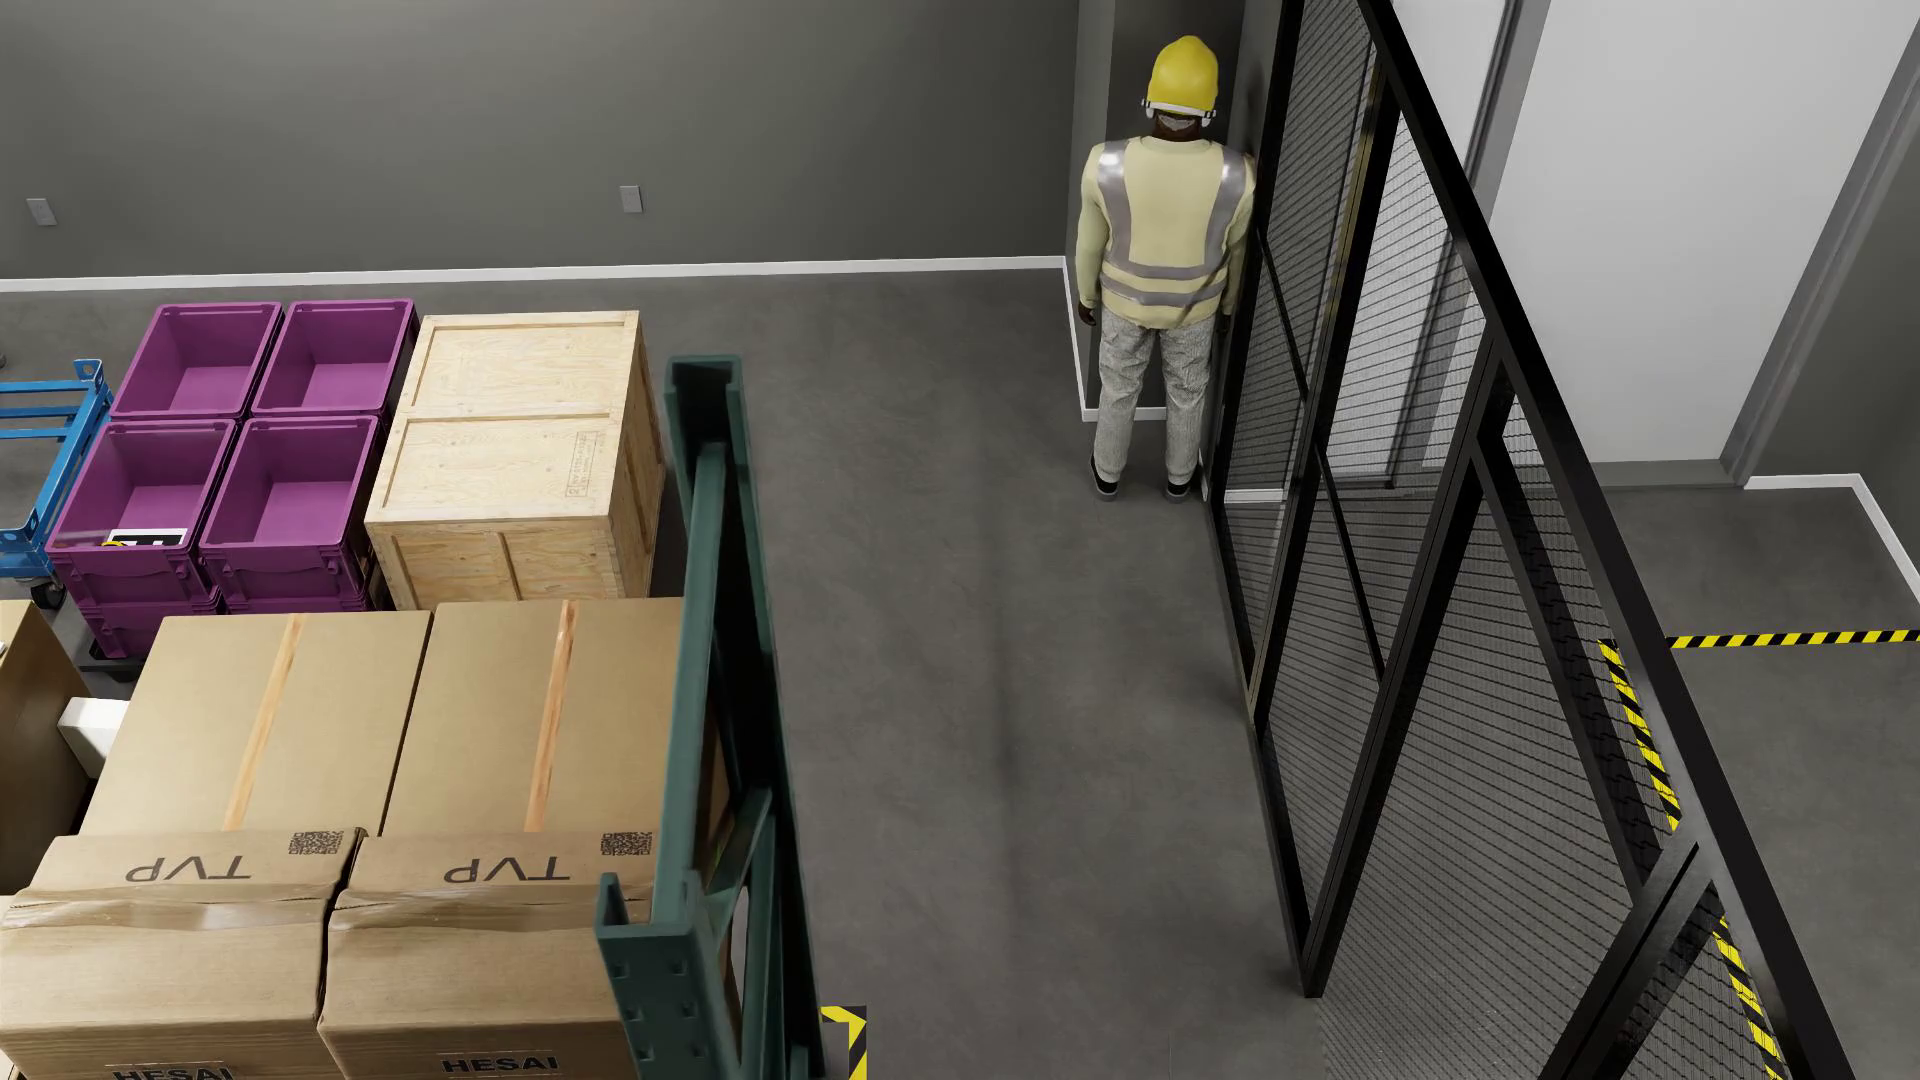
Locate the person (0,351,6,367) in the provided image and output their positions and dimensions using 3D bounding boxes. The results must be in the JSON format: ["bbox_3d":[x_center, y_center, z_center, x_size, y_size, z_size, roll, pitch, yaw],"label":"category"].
[{"bbox_3d":[-4.033,-1.263,5.963,0.366,1.939,0.635,-3,46,-3],"label":"person"}]

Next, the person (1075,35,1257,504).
[{"bbox_3d":[0.682,-0.854,5.644,0.591,1.833,0.403,4,46,4],"label":"person"}]
